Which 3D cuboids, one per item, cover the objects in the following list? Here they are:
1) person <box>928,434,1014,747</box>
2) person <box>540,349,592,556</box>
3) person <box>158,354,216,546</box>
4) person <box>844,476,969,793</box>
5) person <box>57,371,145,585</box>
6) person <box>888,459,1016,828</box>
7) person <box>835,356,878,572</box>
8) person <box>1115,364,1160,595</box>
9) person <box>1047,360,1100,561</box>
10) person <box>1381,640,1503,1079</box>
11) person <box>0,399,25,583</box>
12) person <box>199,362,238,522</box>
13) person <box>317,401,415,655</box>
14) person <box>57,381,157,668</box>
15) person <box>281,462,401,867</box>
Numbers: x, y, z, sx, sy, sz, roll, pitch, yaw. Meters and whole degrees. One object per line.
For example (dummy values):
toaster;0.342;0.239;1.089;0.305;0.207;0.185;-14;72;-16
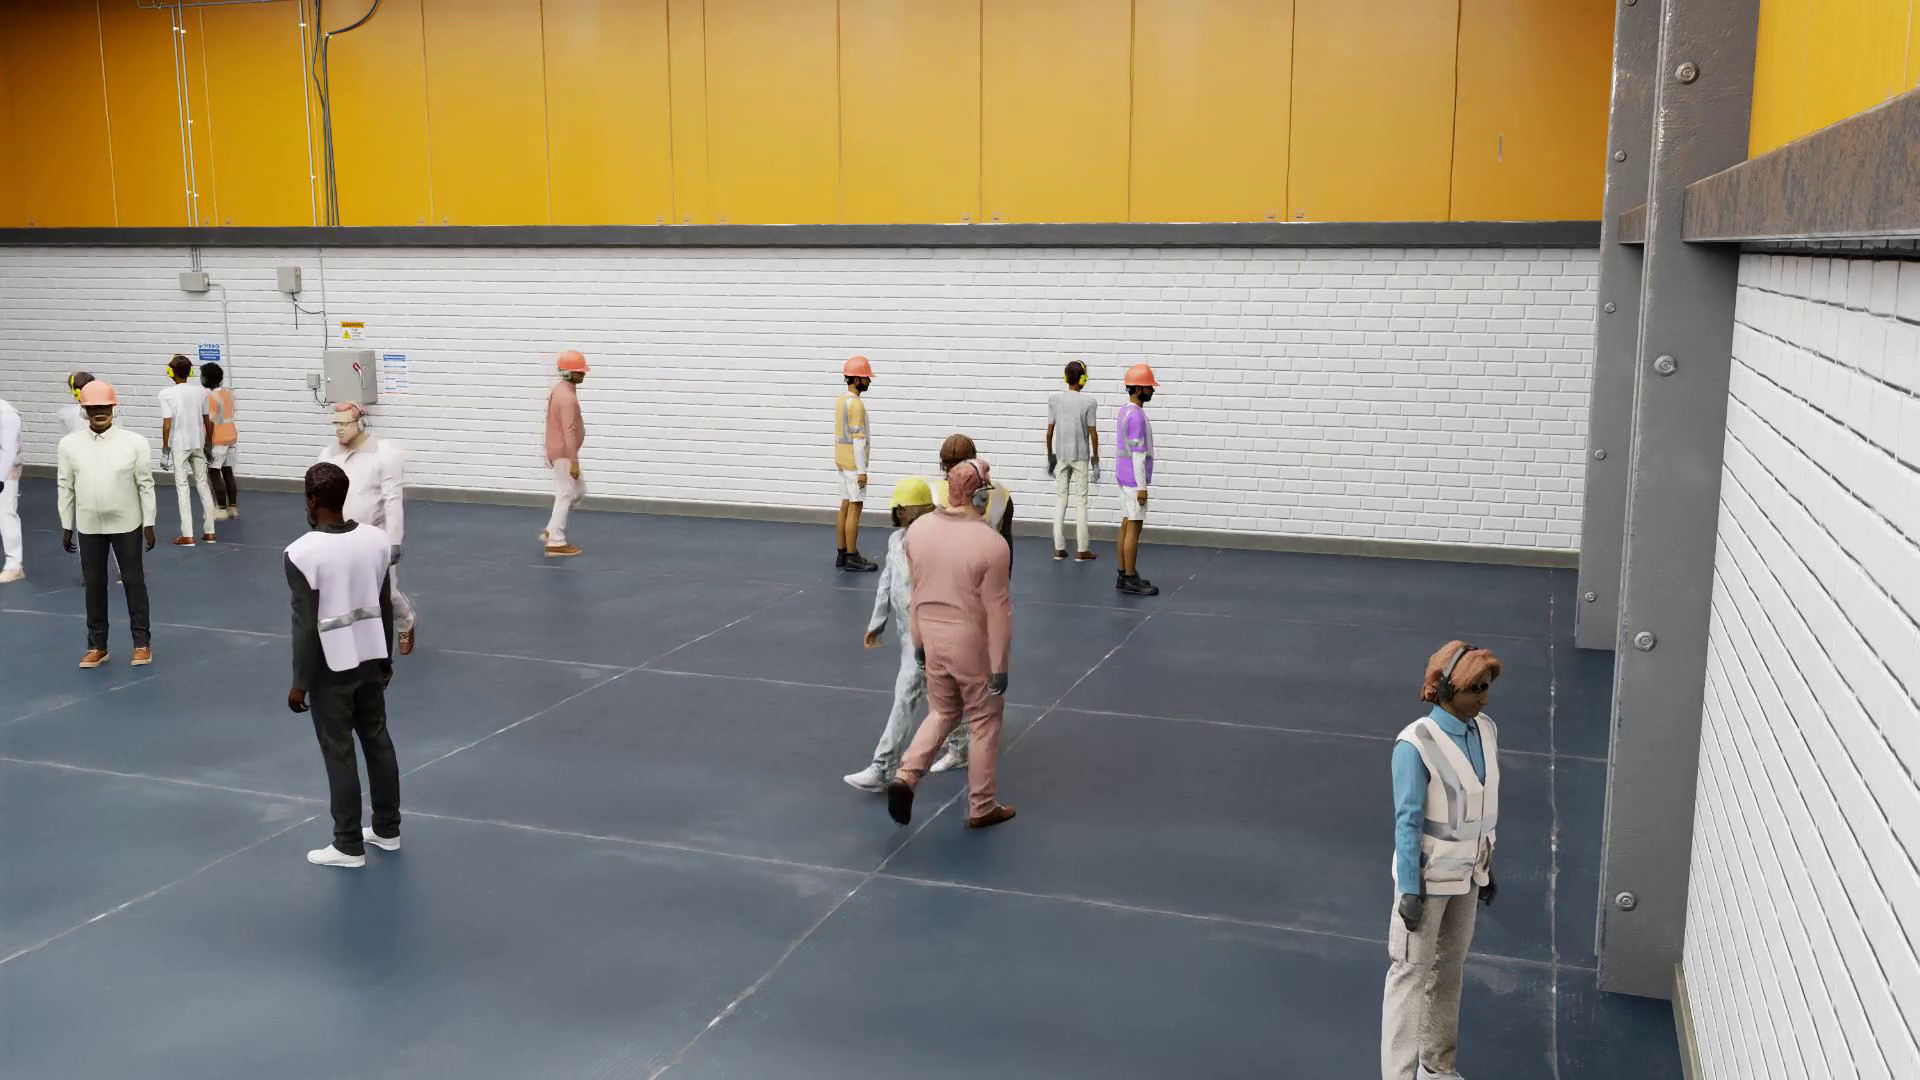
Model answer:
person;0.001;0.297;9.723;0.621;1.840;0.430;-2;10;-13
person;-3.681;-0.807;15.596;0.502;1.958;0.666;-3;11;-18
person;-7.545;-0.874;16.228;0.311;1.869;0.532;8;13;38
person;-0.270;0.497;8.999;0.913;1.696;0.492;-6;12;-32
person;-7.428;-0.521;14.292;0.617;1.849;0.420;-3;11;-18
person;-0.023;0.539;8.224;0.655;1.884;0.647;8;13;39
person;-0.931;-0.686;14.973;0.375;1.935;0.551;-4;11;-20
person;1.489;-0.509;13.974;0.354;1.939;0.544;-1;10;-5
person;1.053;-0.735;15.442;0.532;1.868;0.308;5;11;27
person;1.611;1.137;5.550;0.514;1.640;0.310;-9;13;-41
person;-8.416;-0.544;14.478;0.647;1.831;0.438;5;11;25
person;-7.868;-1.039;17.671;0.315;1.690;0.562;0;10;1
person;-4.095;-0.029;11.441;0.652;1.880;0.780;1;10;7
person;-5.918;-0.109;11.554;0.622;1.997;0.371;-2;10;-12
person;-2.900;0.588;7.855;0.373;1.917;0.595;5;11;26
